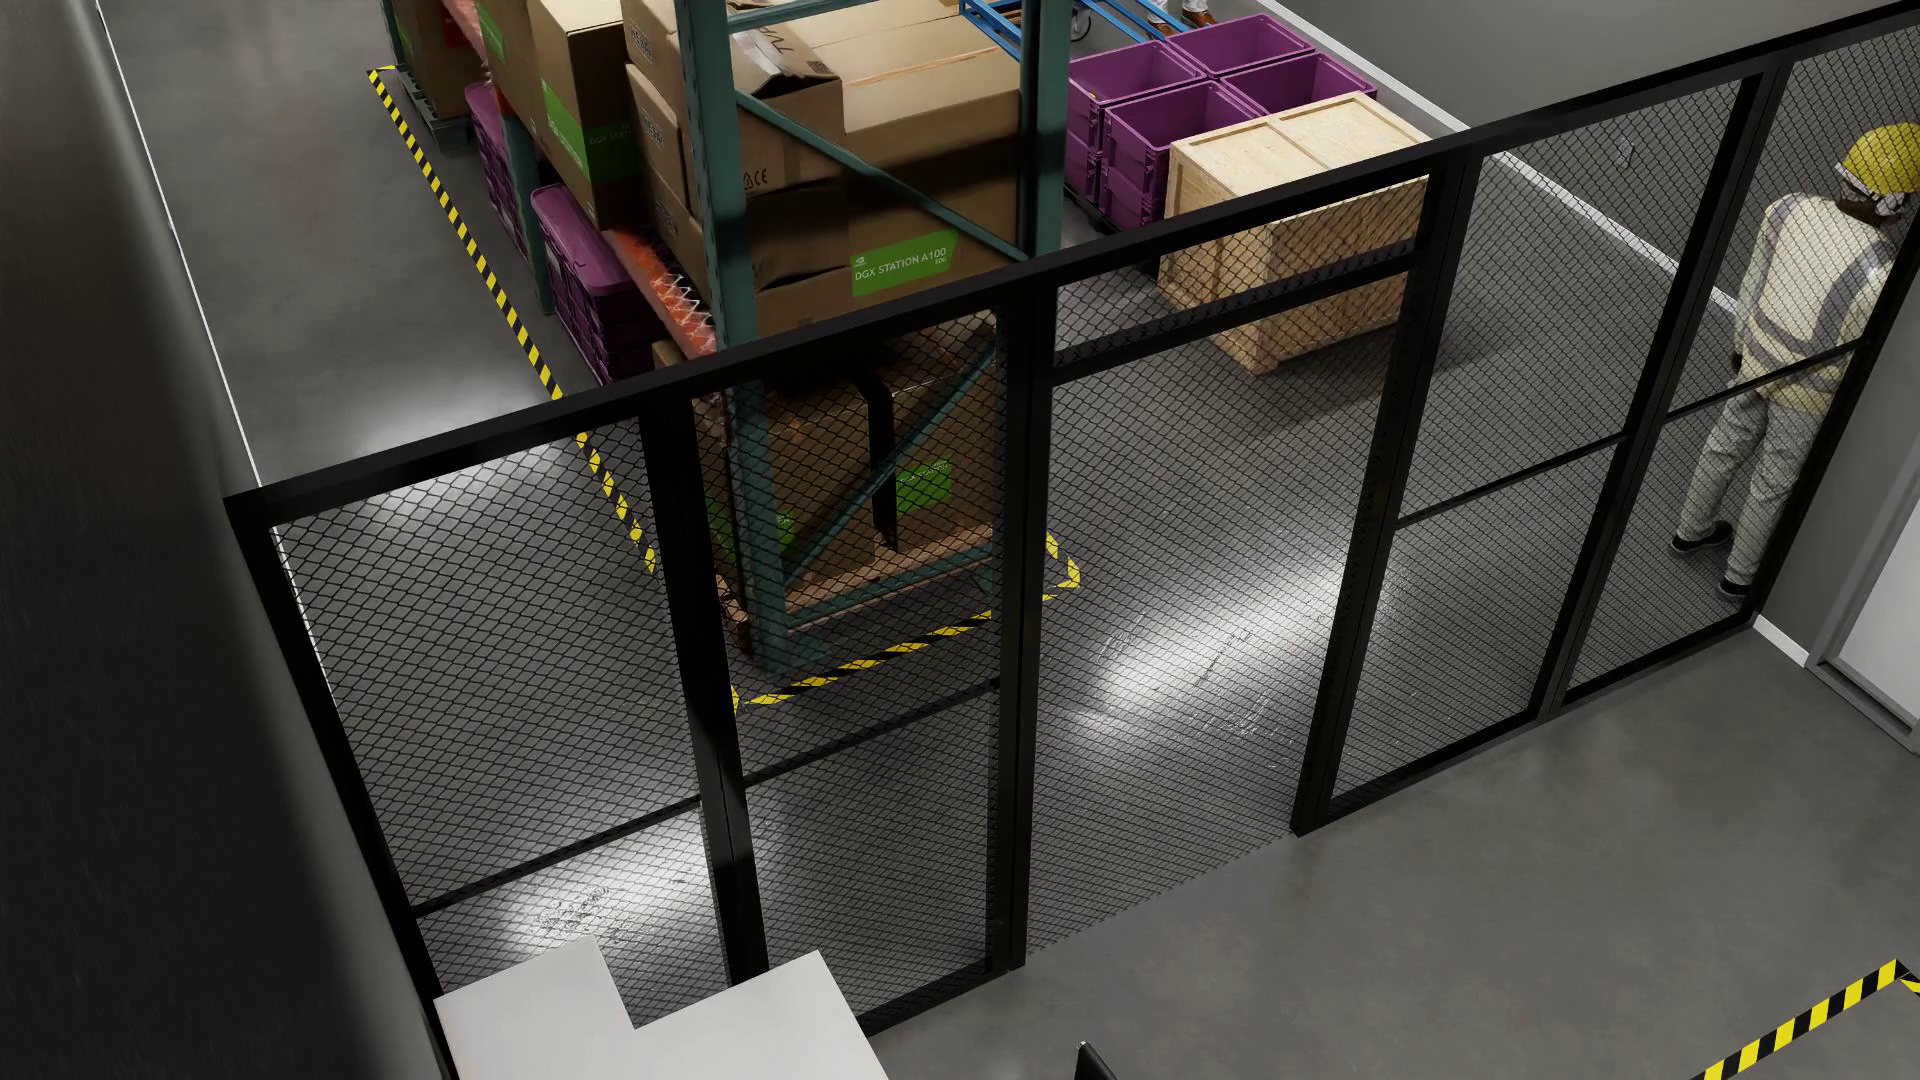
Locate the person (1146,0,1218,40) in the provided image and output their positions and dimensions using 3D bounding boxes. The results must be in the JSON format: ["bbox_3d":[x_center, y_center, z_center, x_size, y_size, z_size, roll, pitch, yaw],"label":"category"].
[{"bbox_3d":[1.274,-3.628,8.915,0.631,1.940,0.372,-22,47,-22],"label":"person"}]

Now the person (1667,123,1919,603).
[{"bbox_3d":[2.857,-0.573,5.649,0.403,1.833,0.586,-14,44,-15],"label":"person"}]
